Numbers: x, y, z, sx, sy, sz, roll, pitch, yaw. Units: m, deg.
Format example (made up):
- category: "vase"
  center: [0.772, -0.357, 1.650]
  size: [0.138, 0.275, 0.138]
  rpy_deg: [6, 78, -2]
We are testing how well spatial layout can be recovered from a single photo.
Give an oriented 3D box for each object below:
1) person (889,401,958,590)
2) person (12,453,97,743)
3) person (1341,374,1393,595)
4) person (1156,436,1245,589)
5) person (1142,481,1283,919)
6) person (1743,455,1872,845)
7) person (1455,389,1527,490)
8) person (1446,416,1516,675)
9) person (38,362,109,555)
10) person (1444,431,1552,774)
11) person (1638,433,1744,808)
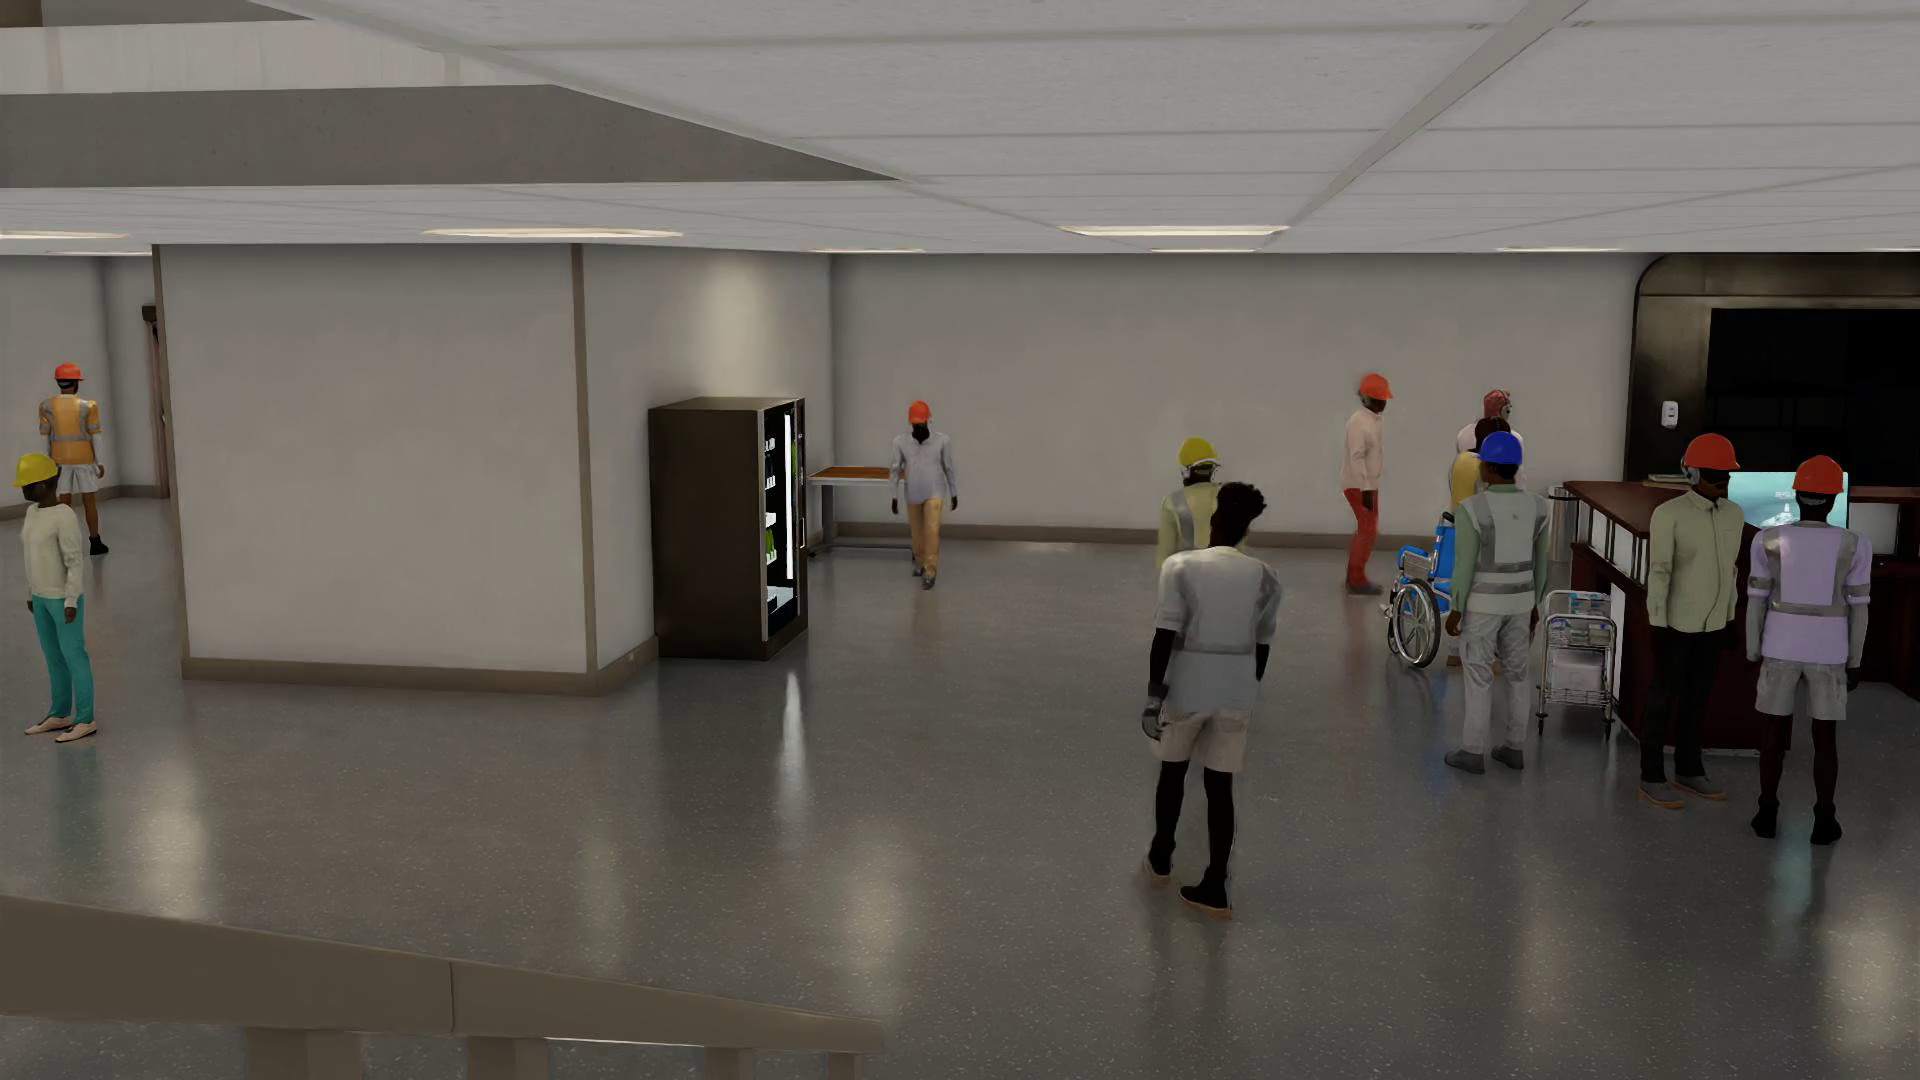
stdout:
- category: "person"
  center: [-0.335, -0.438, 15.153]
  size: [0.594, 1.688, 0.918]
  rpy_deg: [2, 9, 9]
- category: "person"
  center: [-5.509, 0.345, 10.083]
  size: [0.523, 1.760, 0.325]
  rpy_deg: [6, 11, 33]
- category: "person"
  center: [3.552, -0.476, 14.553]
  size: [0.482, 1.951, 0.627]
  rpy_deg: [6, 11, 34]
- category: "person"
  center: [1.518, 0.257, 10.443]
  size: [0.610, 1.816, 0.553]
  rpy_deg: [-3, 10, -16]
- category: "person"
  center: [1.096, 0.684, 7.531]
  size: [0.693, 1.905, 0.824]
  rpy_deg: [-2, 9, -10]
- category: "person"
  center: [4.209, 0.545, 8.295]
  size: [0.545, 1.939, 0.374]
  rpy_deg: [6, 11, 31]
- category: "person"
  center: [4.292, -0.265, 13.414]
  size: [0.399, 1.900, 0.644]
  rpy_deg: [-6, 11, -33]
- category: "person"
  center: [3.693, 0.041, 11.746]
  size: [0.430, 1.837, 0.628]
  rpy_deg: [-3, 10, -18]
- category: "person"
  center: [-8.851, -0.802, 16.615]
  size: [0.550, 1.933, 0.375]
  rpy_deg: [-3, 10, -15]
- category: "person"
  center: [3.036, 0.355, 9.425]
  size: [0.614, 1.949, 0.378]
  rpy_deg: [-3, 10, -18]
- category: "person"
  center: [3.924, 0.423, 8.873]
  size: [0.613, 1.995, 0.391]
  rpy_deg: [-4, 10, -22]
